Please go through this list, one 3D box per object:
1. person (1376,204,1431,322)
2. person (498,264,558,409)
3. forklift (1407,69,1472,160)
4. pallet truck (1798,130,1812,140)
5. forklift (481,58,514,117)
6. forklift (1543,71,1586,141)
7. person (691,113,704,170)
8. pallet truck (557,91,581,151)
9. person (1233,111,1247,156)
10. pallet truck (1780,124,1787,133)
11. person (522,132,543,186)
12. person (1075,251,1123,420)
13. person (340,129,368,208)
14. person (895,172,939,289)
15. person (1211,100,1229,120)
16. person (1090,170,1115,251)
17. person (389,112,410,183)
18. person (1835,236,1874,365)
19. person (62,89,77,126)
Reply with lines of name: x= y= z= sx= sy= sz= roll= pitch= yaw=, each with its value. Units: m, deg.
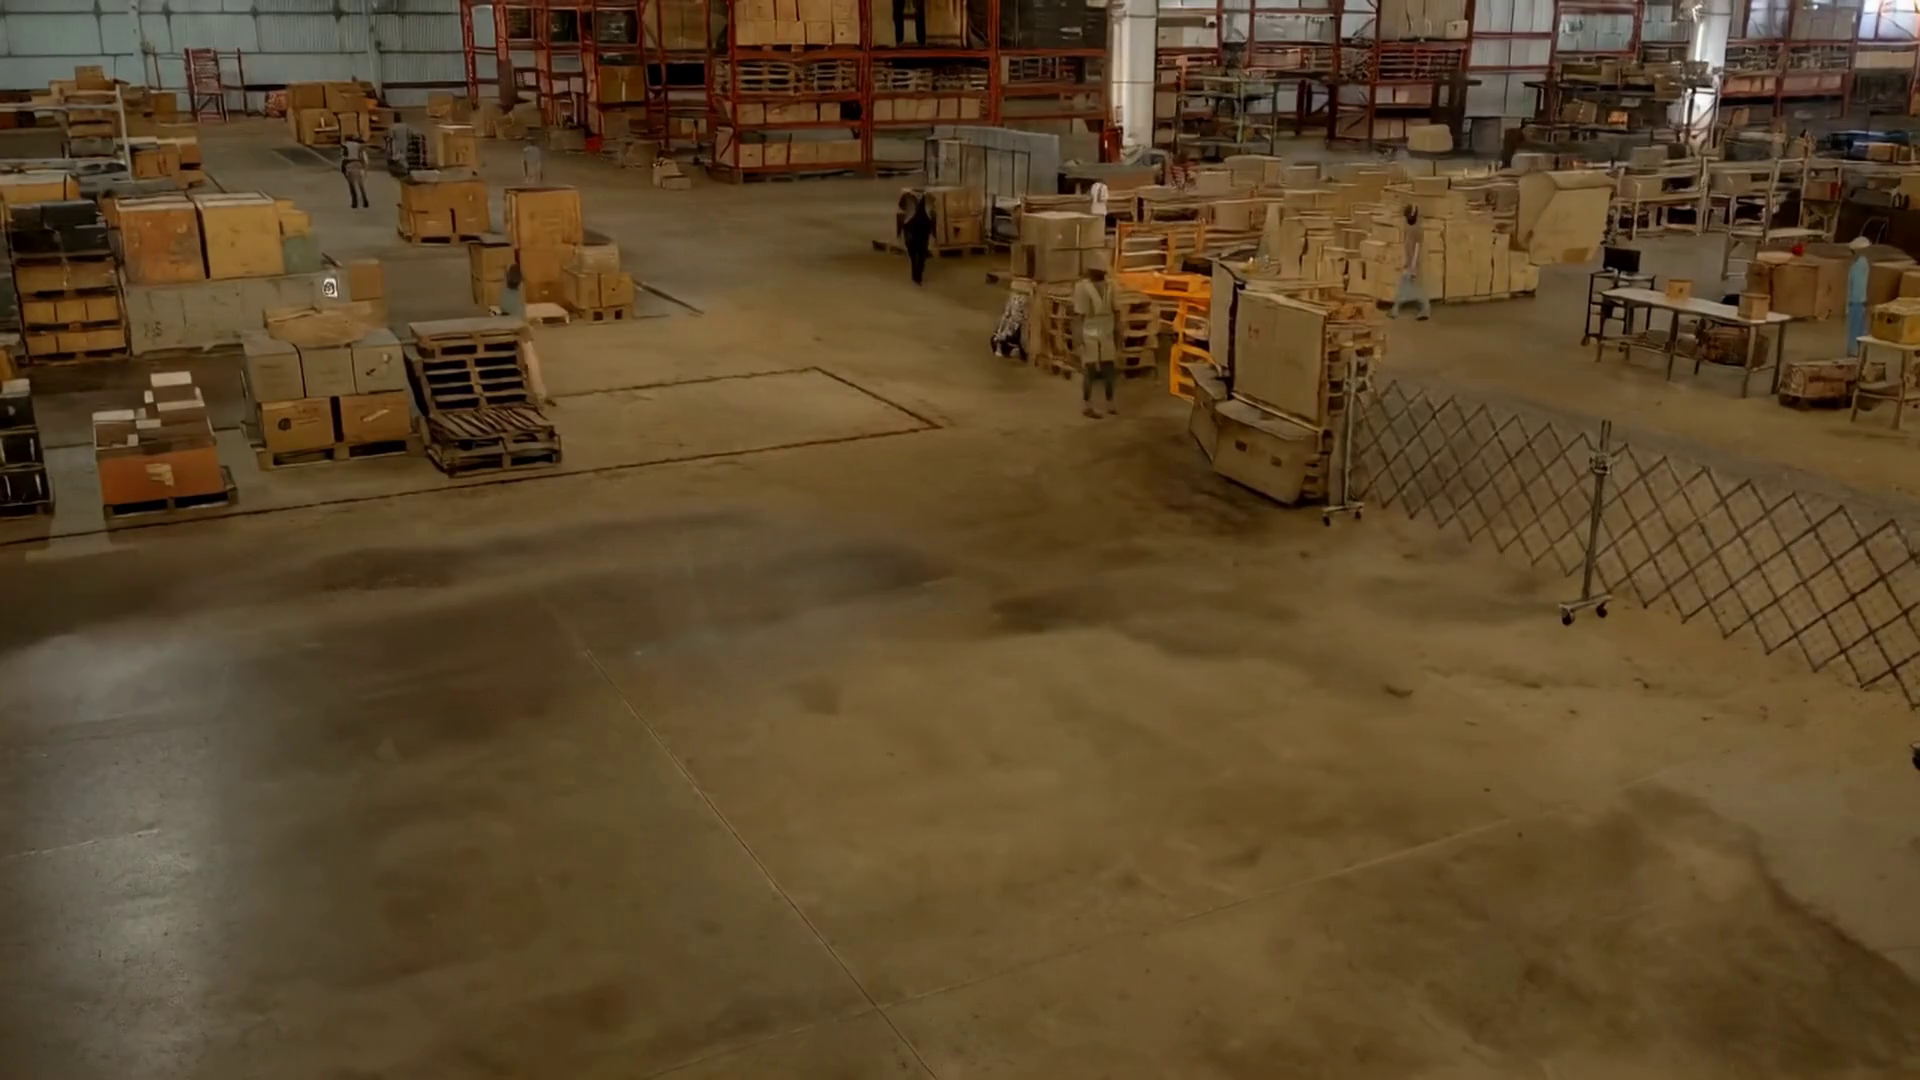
person: x=7.016 y=-4.313 z=25.990 sx=0.938 sy=1.811 sz=0.681 roll=0 pitch=18 yaw=-1
person: x=-5.320 y=-2.449 z=20.177 sx=0.807 sy=1.820 sz=0.595 roll=6 pitch=19 yaw=18
forklift: x=15.549 y=-13.729 z=53.637 sx=1.873 sy=2.768 sz=1.129 roll=-9 pitch=20 yaw=-26
pallet truck: x=25.526 y=-11.556 z=49.408 sx=1.630 sy=1.274 sz=0.653 roll=-9 pitch=20 yaw=-26
forklift: x=-17.753 y=-17.403 z=65.091 sx=1.873 sy=2.768 sz=1.129 roll=-9 pitch=20 yaw=-26
forklift: x=18.685 y=-13.231 z=52.085 sx=1.873 sy=2.768 sz=1.129 roll=-9 pitch=20 yaw=-26
person: x=-7.976 y=-12.085 z=50.420 sx=0.317 sy=1.695 sz=0.549 roll=-6 pitch=19 yaw=-18
pallet truck: x=-13.495 y=-14.412 z=57.188 sx=0.823 sy=1.965 sz=1.885 roll=-3 pitch=18 yaw=-9
person: x=8.772 y=-12.629 z=52.130 sx=0.535 sy=1.678 sz=0.438 roll=14 pitch=23 yaw=38
pallet truck: x=25.206 y=-12.542 z=52.601 sx=1.601 sy=1.201 sz=0.680 roll=0 pitch=18 yaw=-2
person: x=-10.285 y=-8.799 z=39.862 sx=0.973 sy=1.887 sz=0.567 roll=16 pitch=24 yaw=41
person: x=1.680 y=-2.442 z=19.836 sx=0.628 sy=2.020 sz=0.473 roll=-6 pitch=19 yaw=-17
person: x=-14.792 y=-9.055 z=40.649 sx=0.552 sy=1.909 sz=0.721 roll=-13 pitch=22 yaw=-34
person: x=-0.793 y=-5.504 z=29.347 sx=0.700 sy=2.000 sz=1.029 roll=-7 pitch=19 yaw=-21
person: x=8.736 y=-14.041 z=56.260 sx=0.675 sy=1.845 sz=1.005 roll=-1 pitch=18 yaw=-4
person: x=2.799 y=-6.571 z=33.304 sx=0.887 sy=1.649 sz=0.547 roll=-8 pitch=19 yaw=-24
person: x=-15.611 y=-10.940 z=46.445 sx=0.645 sy=1.946 sz=0.633 roll=13 pitch=22 yaw=36
person: x=12.288 y=-3.284 z=22.869 sx=0.308 sy=1.769 sz=0.524 roll=12 pitch=22 yaw=34
person: x=-32.218 y=-15.341 z=60.229 sx=0.592 sy=1.915 sz=0.391 roll=17 pitch=24 yaw=42
